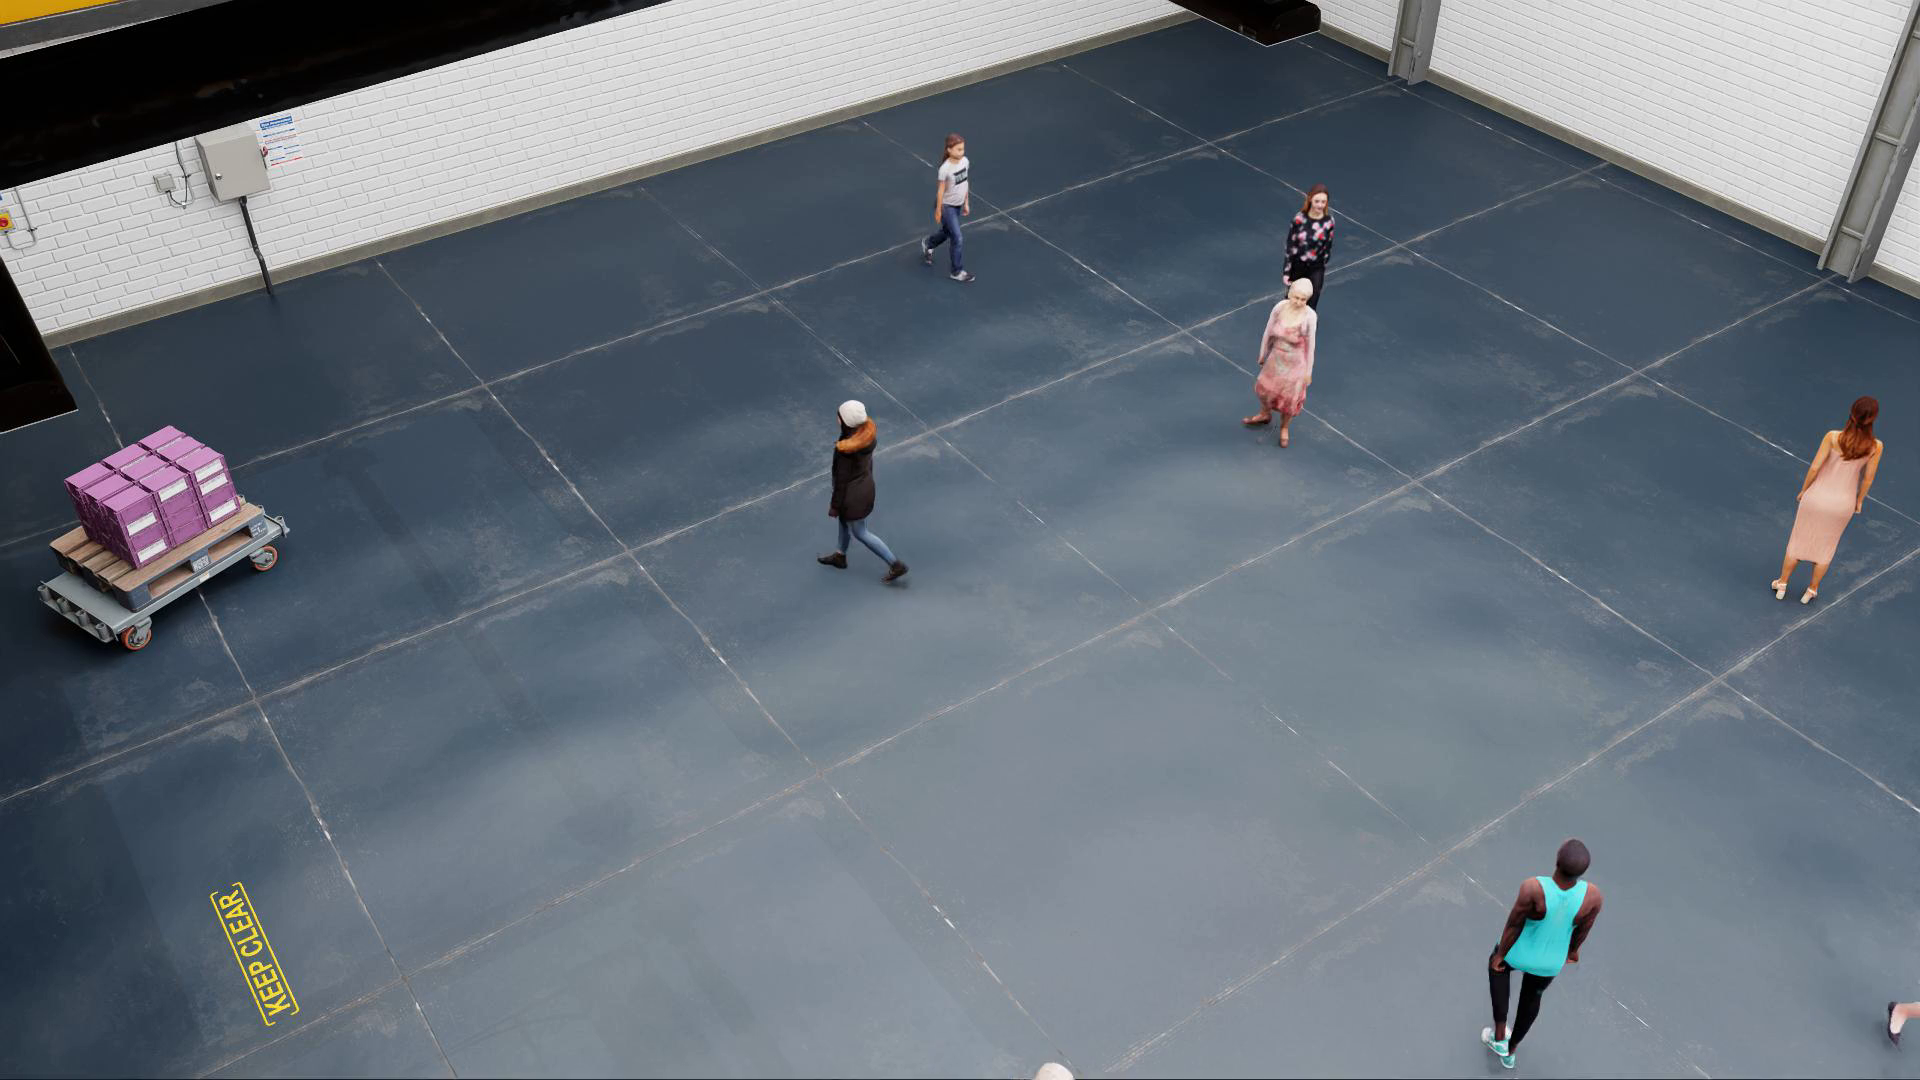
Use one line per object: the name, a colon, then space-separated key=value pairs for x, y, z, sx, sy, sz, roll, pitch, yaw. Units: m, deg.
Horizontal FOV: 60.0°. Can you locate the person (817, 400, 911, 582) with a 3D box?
person: x=-0.739 y=-0.334 z=12.758 sx=1.097 sy=1.610 sz=0.998 roll=9 pitch=39 yaw=11

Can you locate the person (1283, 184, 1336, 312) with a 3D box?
person: x=3.209 y=-2.573 z=15.541 sx=1.036 sy=1.636 sz=1.103 roll=6 pitch=39 yaw=7

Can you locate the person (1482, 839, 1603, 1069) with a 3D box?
person: x=3.196 y=2.369 z=9.223 sx=0.763 sy=1.797 sz=0.819 roll=5 pitch=39 yaw=6

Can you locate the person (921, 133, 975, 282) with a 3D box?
person: x=-0.145 y=-3.361 z=16.609 sx=1.020 sy=1.533 sz=0.712 roll=30 pitch=48 yaw=32

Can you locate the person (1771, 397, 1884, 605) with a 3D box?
person: x=6.546 y=-0.292 z=12.528 sx=0.616 sy=1.832 sz=0.729 roll=16 pitch=41 yaw=19

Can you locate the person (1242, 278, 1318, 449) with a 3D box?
person: x=2.791 y=-1.532 z=14.219 sx=0.902 sy=1.658 sz=0.684 roll=-30 pitch=47 yaw=-32

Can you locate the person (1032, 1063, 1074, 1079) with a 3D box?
person: x=0.325 y=3.118 z=8.355 sx=0.707 sy=1.711 sz=0.698 roll=-32 pitch=48 yaw=-33
